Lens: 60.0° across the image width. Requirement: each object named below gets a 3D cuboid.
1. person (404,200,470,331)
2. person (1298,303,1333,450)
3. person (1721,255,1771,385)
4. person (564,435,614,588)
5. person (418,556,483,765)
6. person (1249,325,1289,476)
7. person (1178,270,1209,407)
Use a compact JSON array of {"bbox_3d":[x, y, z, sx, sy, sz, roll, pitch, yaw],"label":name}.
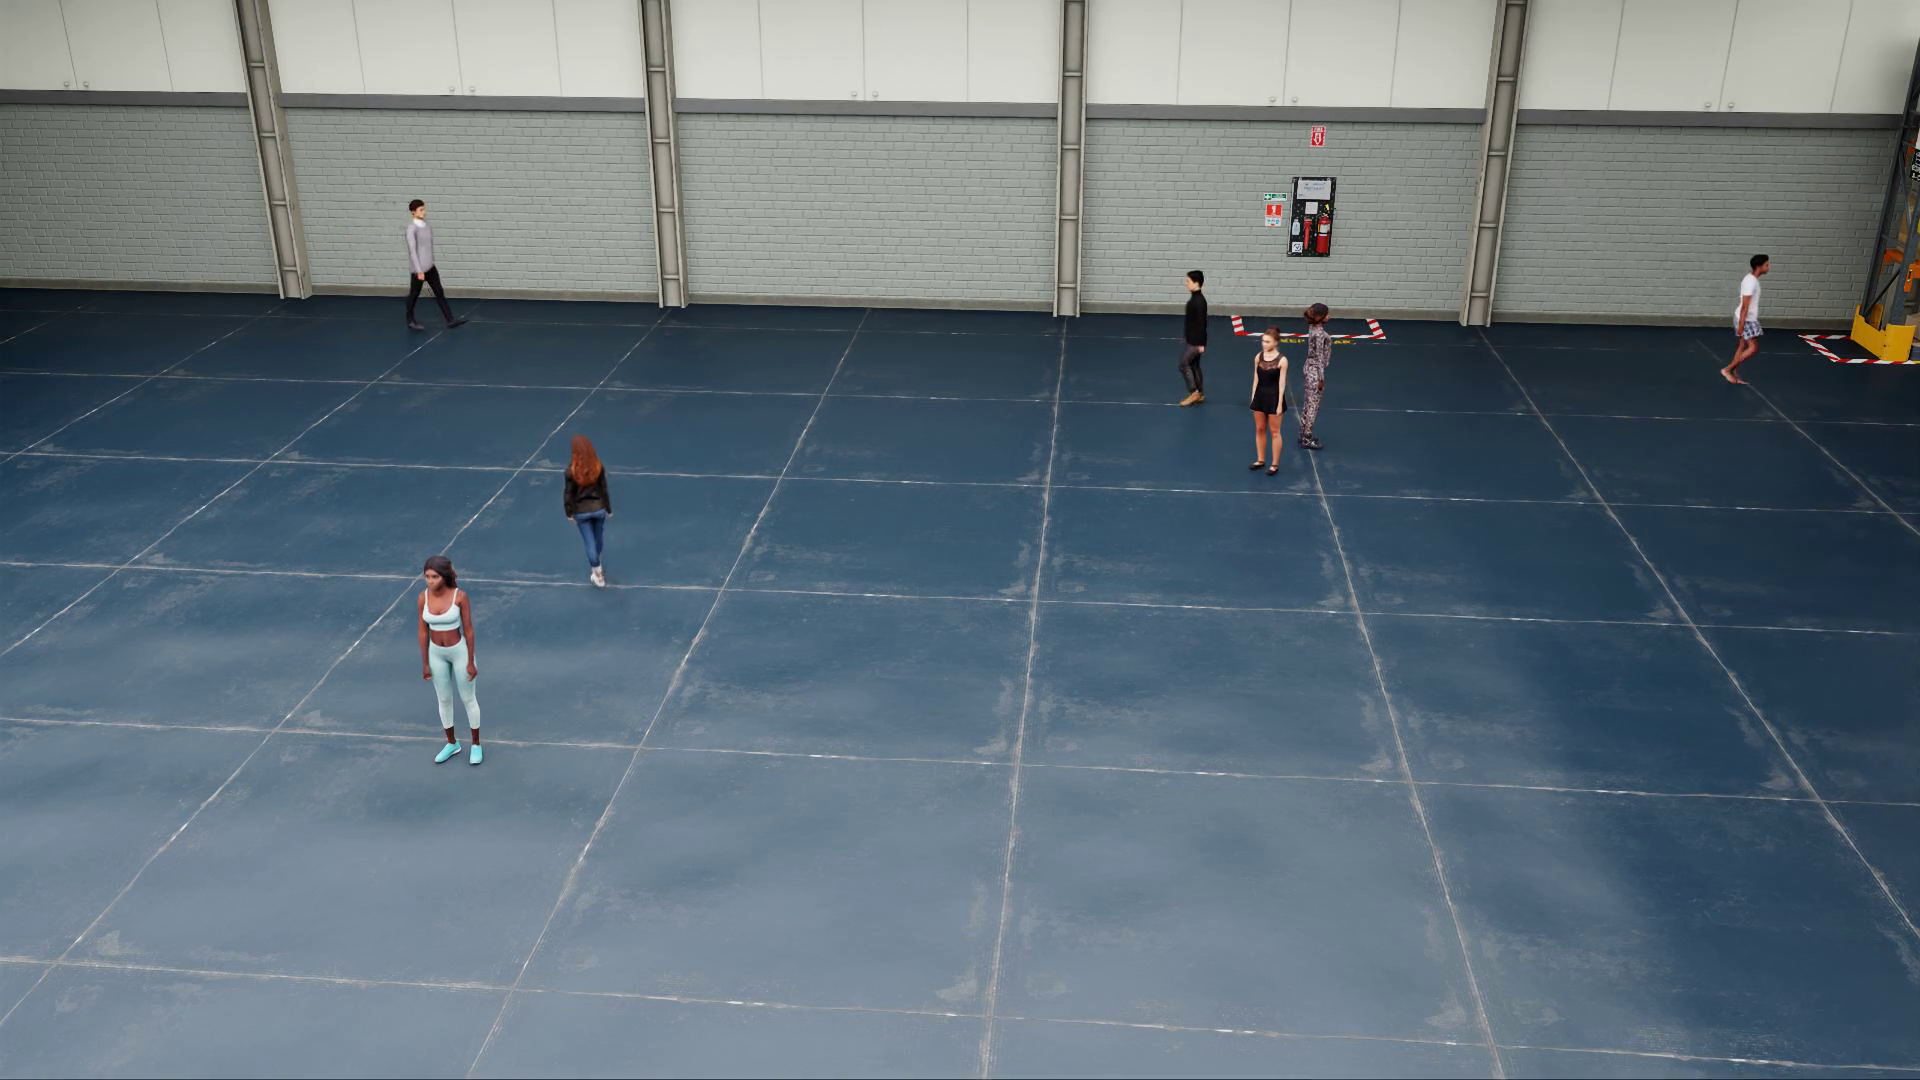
[{"bbox_3d":[-7.756,-3.888,23.745,1.278,1.870,0.965,8,24,18],"label":"person"},{"bbox_3d":[4.119,-1.918,19.312,0.576,1.714,0.590,0,23,0],"label":"person"},{"bbox_3d":[10.088,-2.851,21.499,0.746,1.720,0.730,10,25,22],"label":"person"},{"bbox_3d":[-3.486,-0.254,15.730,0.921,1.456,0.918,-12,26,-26],"label":"person"},{"bbox_3d":[-3.871,0.906,12.658,0.463,1.724,0.626,1,23,2],"label":"person"},{"bbox_3d":[3.452,-1.571,18.538,0.677,1.681,0.753,20,30,39],"label":"person"},{"bbox_3d":[2.999,-2.512,20.714,0.582,1.711,0.645,1,23,3],"label":"person"}]
